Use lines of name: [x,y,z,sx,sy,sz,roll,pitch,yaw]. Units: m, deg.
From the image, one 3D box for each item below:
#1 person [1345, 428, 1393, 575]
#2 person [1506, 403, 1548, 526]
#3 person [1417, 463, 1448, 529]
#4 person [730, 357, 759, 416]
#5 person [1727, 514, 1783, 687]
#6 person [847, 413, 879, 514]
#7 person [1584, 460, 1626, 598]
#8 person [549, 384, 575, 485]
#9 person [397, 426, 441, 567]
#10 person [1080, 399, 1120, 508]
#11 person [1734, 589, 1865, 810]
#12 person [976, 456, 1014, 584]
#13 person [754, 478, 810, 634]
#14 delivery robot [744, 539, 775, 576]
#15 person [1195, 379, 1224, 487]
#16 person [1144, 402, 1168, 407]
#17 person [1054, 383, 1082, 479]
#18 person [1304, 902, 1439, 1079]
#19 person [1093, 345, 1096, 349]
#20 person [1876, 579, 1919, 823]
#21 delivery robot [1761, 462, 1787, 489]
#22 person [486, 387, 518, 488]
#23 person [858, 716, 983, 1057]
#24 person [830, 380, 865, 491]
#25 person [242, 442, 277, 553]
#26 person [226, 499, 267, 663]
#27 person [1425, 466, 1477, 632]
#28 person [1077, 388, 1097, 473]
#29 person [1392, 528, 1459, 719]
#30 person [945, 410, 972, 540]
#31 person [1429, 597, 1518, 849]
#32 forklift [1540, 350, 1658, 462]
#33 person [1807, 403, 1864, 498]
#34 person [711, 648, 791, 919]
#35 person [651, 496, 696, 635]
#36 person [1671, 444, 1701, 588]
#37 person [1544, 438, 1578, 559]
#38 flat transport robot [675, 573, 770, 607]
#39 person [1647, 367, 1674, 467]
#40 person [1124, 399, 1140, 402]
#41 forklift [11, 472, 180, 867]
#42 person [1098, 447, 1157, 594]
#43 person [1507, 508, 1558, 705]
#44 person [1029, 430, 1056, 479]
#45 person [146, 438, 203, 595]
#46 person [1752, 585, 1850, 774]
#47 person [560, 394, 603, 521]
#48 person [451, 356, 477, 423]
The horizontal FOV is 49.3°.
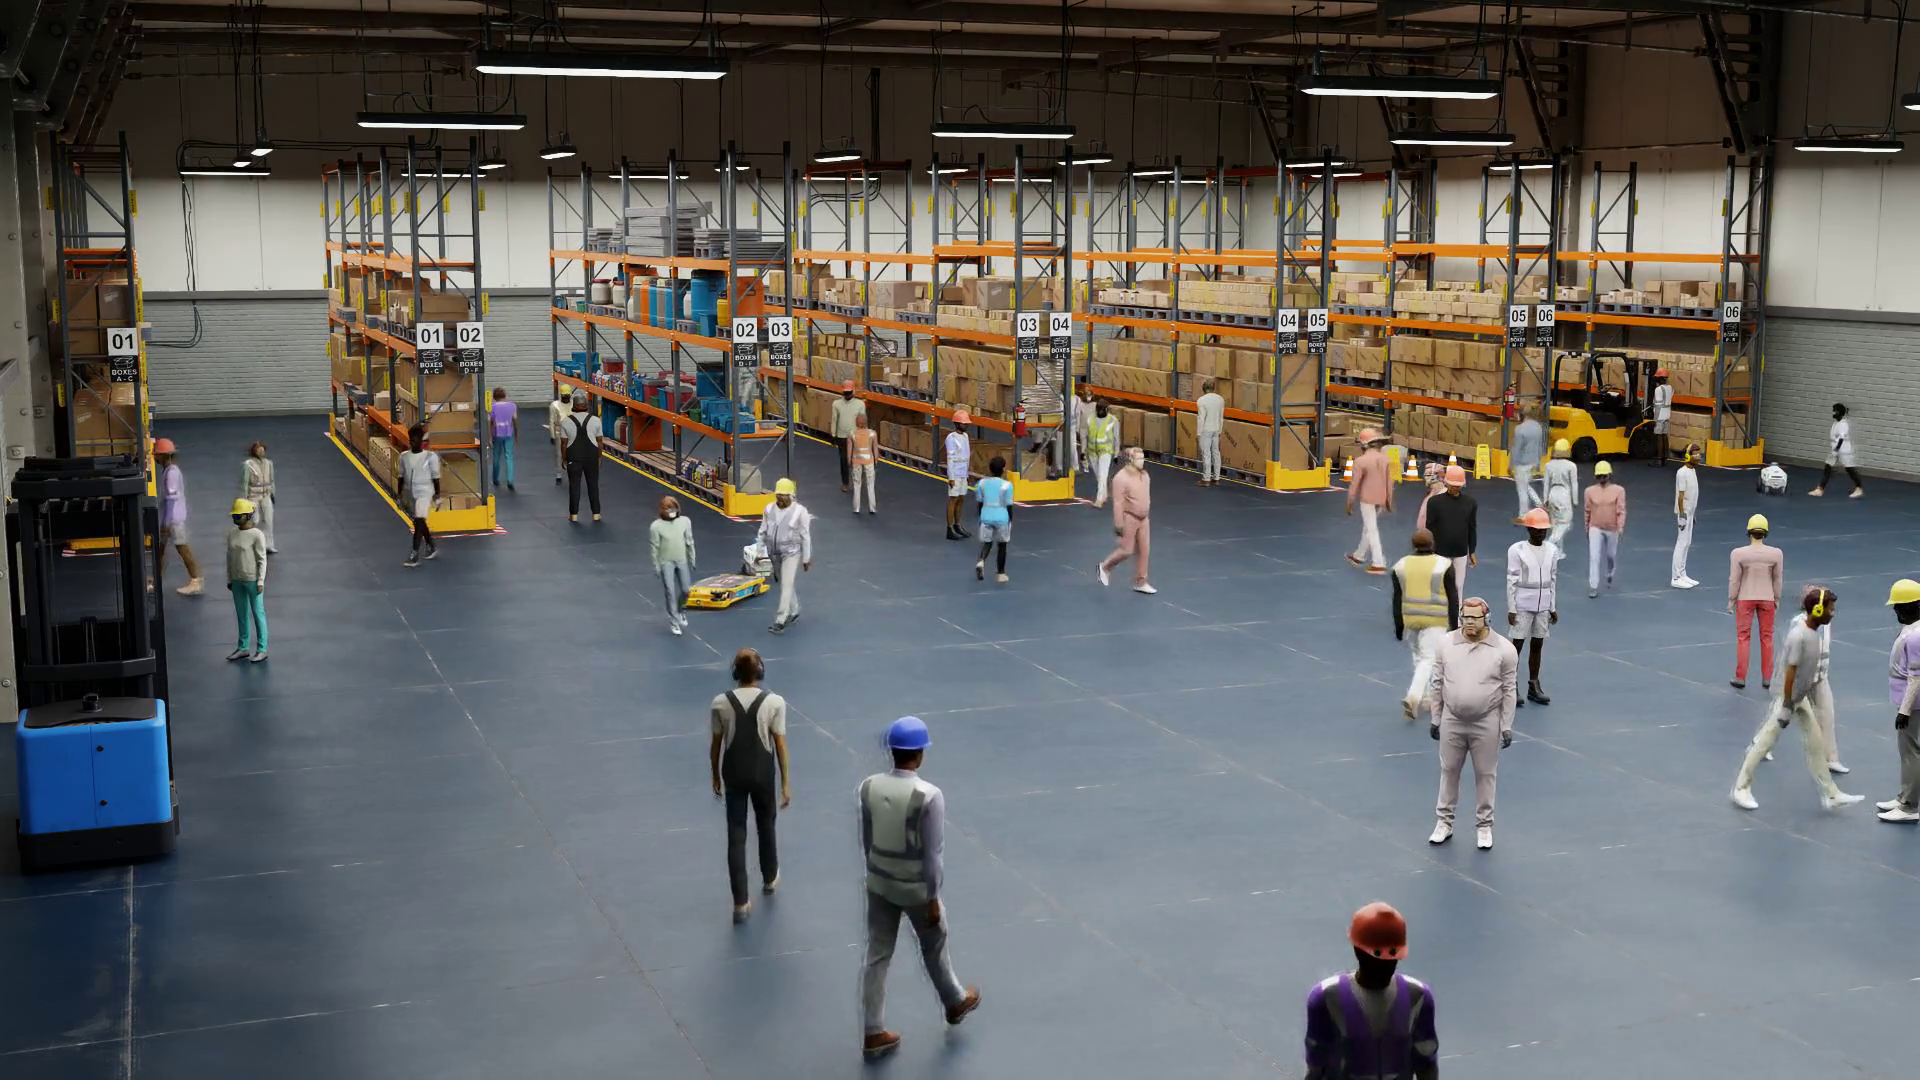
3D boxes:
person: [5.490,-0.540,28.430,0.626,1.942,0.996,-6,10,-34]
person: [8.867,-1.174,32.755,0.628,1.920,0.504,-8,12,-44]
person: [5.585,0.041,24.694,0.399,1.905,0.642,0,9,3]
person: [-5.222,-3.874,50.869,0.643,1.879,0.994,5,10,30]
person: [8.076,0.619,21.289,0.523,1.769,0.321,1,9,8]
person: [-1.580,-1.244,34.144,0.521,1.637,0.310,0,9,-1]
person: [8.212,-0.173,26.697,0.518,1.730,0.828,3,9,19]
person: [-7.156,-1.925,38.041,0.600,1.827,0.404,-4,9,-23]
person: [-7.542,-0.642,29.200,0.613,1.924,0.980,3,9,17]
person: [2.380,-1.483,35.223,0.622,1.802,0.947,4,9,25]
person: [6.734,1.283,16.749,0.992,1.802,0.636,7,11,38]
person: [0.442,-0.253,27.351,0.541,1.684,0.509,4,9,25]
person: [-2.043,0.160,24.333,0.597,1.779,0.944,4,10,27]
delivery robot: [-2.660,0.221,27.796,0.477,0.478,0.707,-2,9,-14]
person: [4.501,-1.943,37.803,0.635,1.936,0.350,-7,11,-39]
person: [4.329,-3.068,45.693,0.627,1.817,0.430,-4,9,-24]
person: [1.985,-2.061,38.943,0.587,1.831,0.972,-2,9,-13]
person: [1.736,2.431,8.805,0.555,1.911,0.808,-1,9,-6]
person: [3.195,-3.738,50.016,0.588,1.885,1.007,-5,10,-32]
person: [7.458,1.261,16.513,0.382,1.917,0.585,4,9,25]
delivery robot: [14.268,-1.116,36.706,0.477,0.478,0.707,2,9,13]
person: [-8.233,-1.850,37.674,0.586,1.797,0.981,-3,9,-18]
person: [-0.265,1.940,12.019,0.647,1.896,0.973,6,10,35]
person: [-1.984,-1.845,37.022,0.635,1.980,0.428,1,9,7]
person: [-10.120,-0.625,30.084,0.619,1.612,0.540,6,11,36]
person: [-7.694,0.430,22.557,0.522,1.769,0.311,4,9,25]
person: [5.576,0.136,23.786,0.609,1.984,0.399,-1,9,-6]
person: [2.439,-2.104,39.956,0.500,1.621,0.440,0,9,-2]
person: [4.411,0.793,20.016,0.633,1.811,0.879,7,11,37]
person: [0.005,-0.987,31.430,0.377,1.936,0.549,5,10,29]
person: [3.856,1.371,15.810,0.643,1.910,0.400,4,9,25]
forklift: [12.897,-2.725,42.309,2.313,2.155,1.214,-3,9,-21]
person: [15.179,-1.536,36.076,0.915,1.642,0.527,0,9,0]
person: [-1.433,1.625,14.446,0.563,1.802,0.915,0,9,0]
person: [-3.290,0.281,24.038,0.534,1.611,0.393,-4,9,-26]
person: [9.466,-0.322,27.230,0.316,1.867,0.532,6,10,34]
person: [8.371,-0.563,29.302,0.638,1.723,0.494,-7,11,-41]
flat transport robot: [-2.982,0.624,26.354,0.652,0.197,1.431,3,9,19]
person: [13.662,-2.399,40.829,0.353,1.942,0.545,8,12,44]
person: [3.951,-3.330,47.224,0.573,1.887,0.355,0,9,-1]
forklift: [-6.630,0.886,15.957,1.129,2.768,1.873,-3,9,-21]
person: [2.159,-0.265,26.815,0.709,1.887,0.652,8,12,43]
person: [5.620,0.646,20.538,0.542,1.939,0.365,-2,9,-16]
person: [1.548,-2.193,39.248,0.618,2.017,0.915,-3,9,-18]
person: [-10.110,-0.281,26.523,0.933,1.998,0.639,-4,9,-25]
person: [7.296,1.172,18.149,0.511,1.603,0.822,-5,10,-30]
person: [-6.035,-1.312,33.394,0.676,2.000,0.536,-2,9,-13]
person: [-11.761,-3.506,49.183,0.879,1.653,0.545,-5,10,-31]
